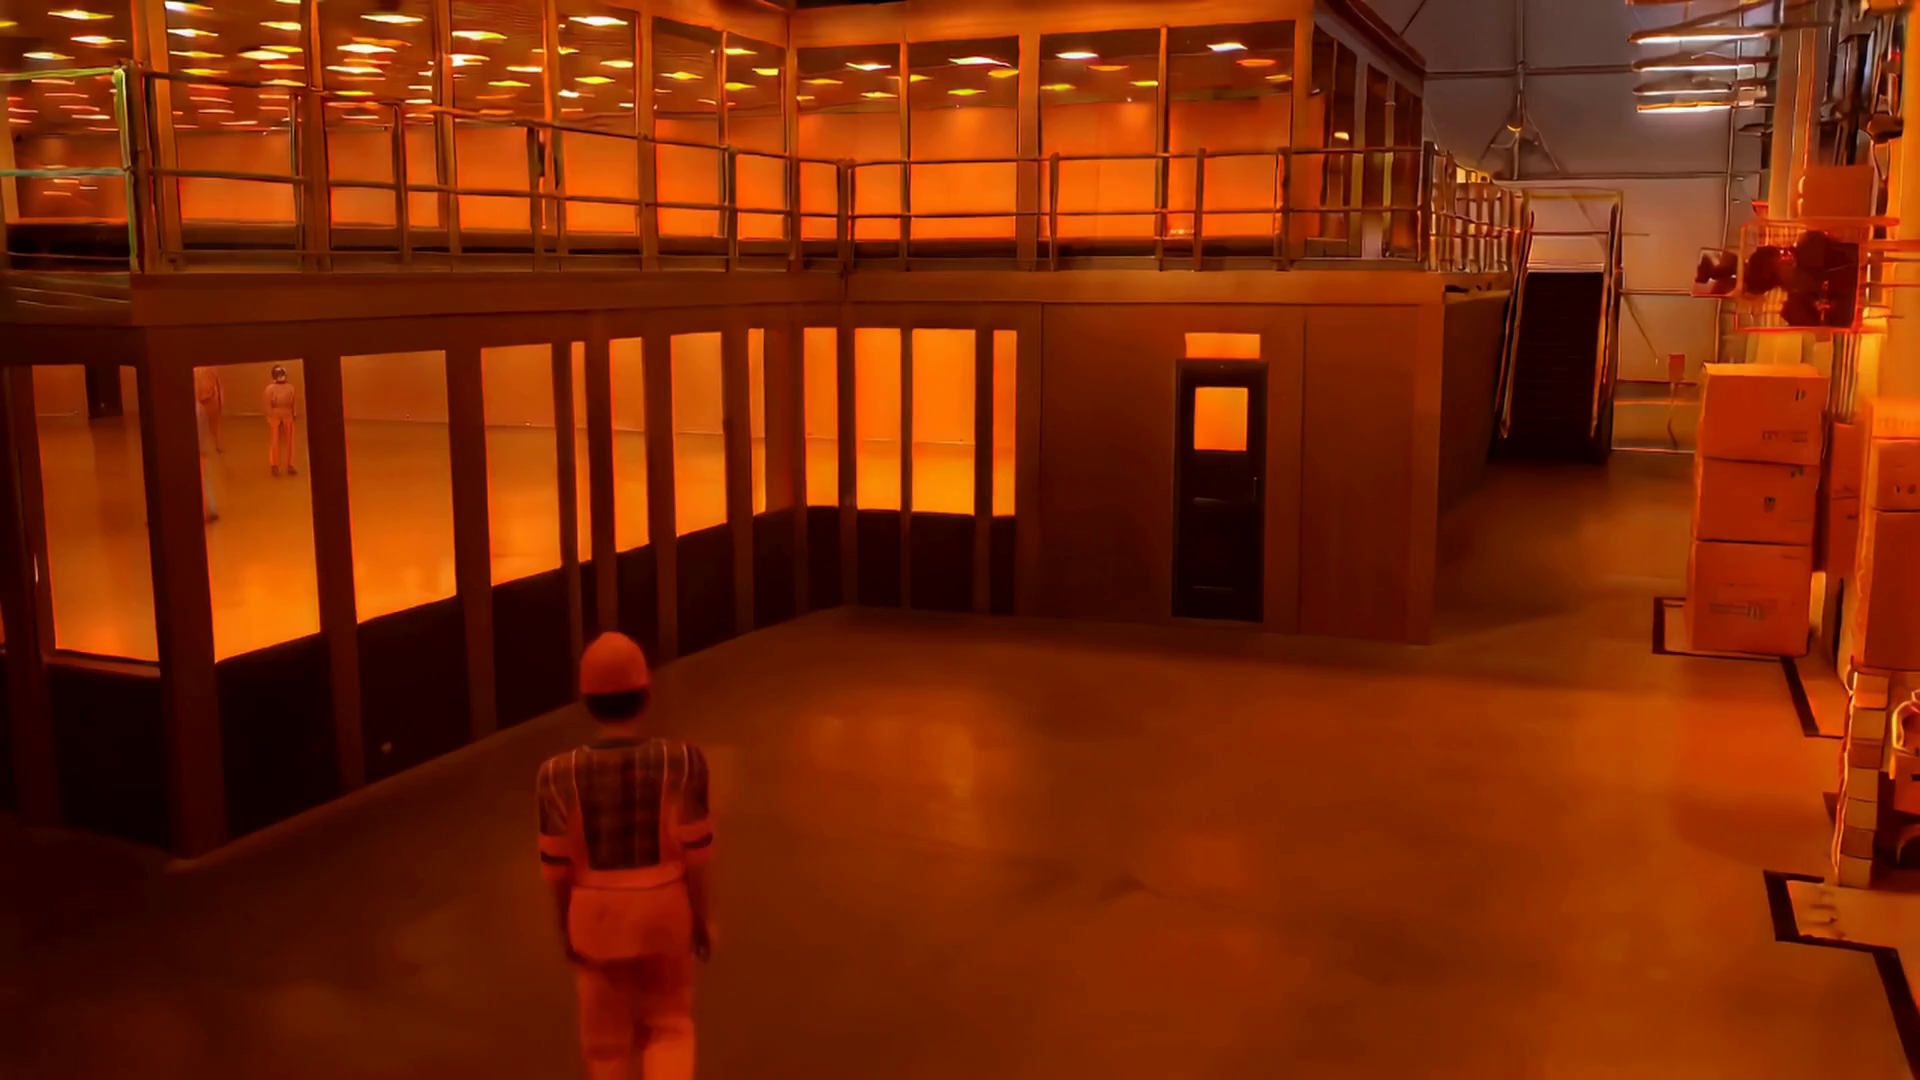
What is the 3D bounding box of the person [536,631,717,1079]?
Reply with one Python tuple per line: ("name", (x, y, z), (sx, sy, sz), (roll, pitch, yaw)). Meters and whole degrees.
("person", (-1.060, 1.255, 5.300), (0.551, 1.915, 0.688), (-1, 9, -6))
